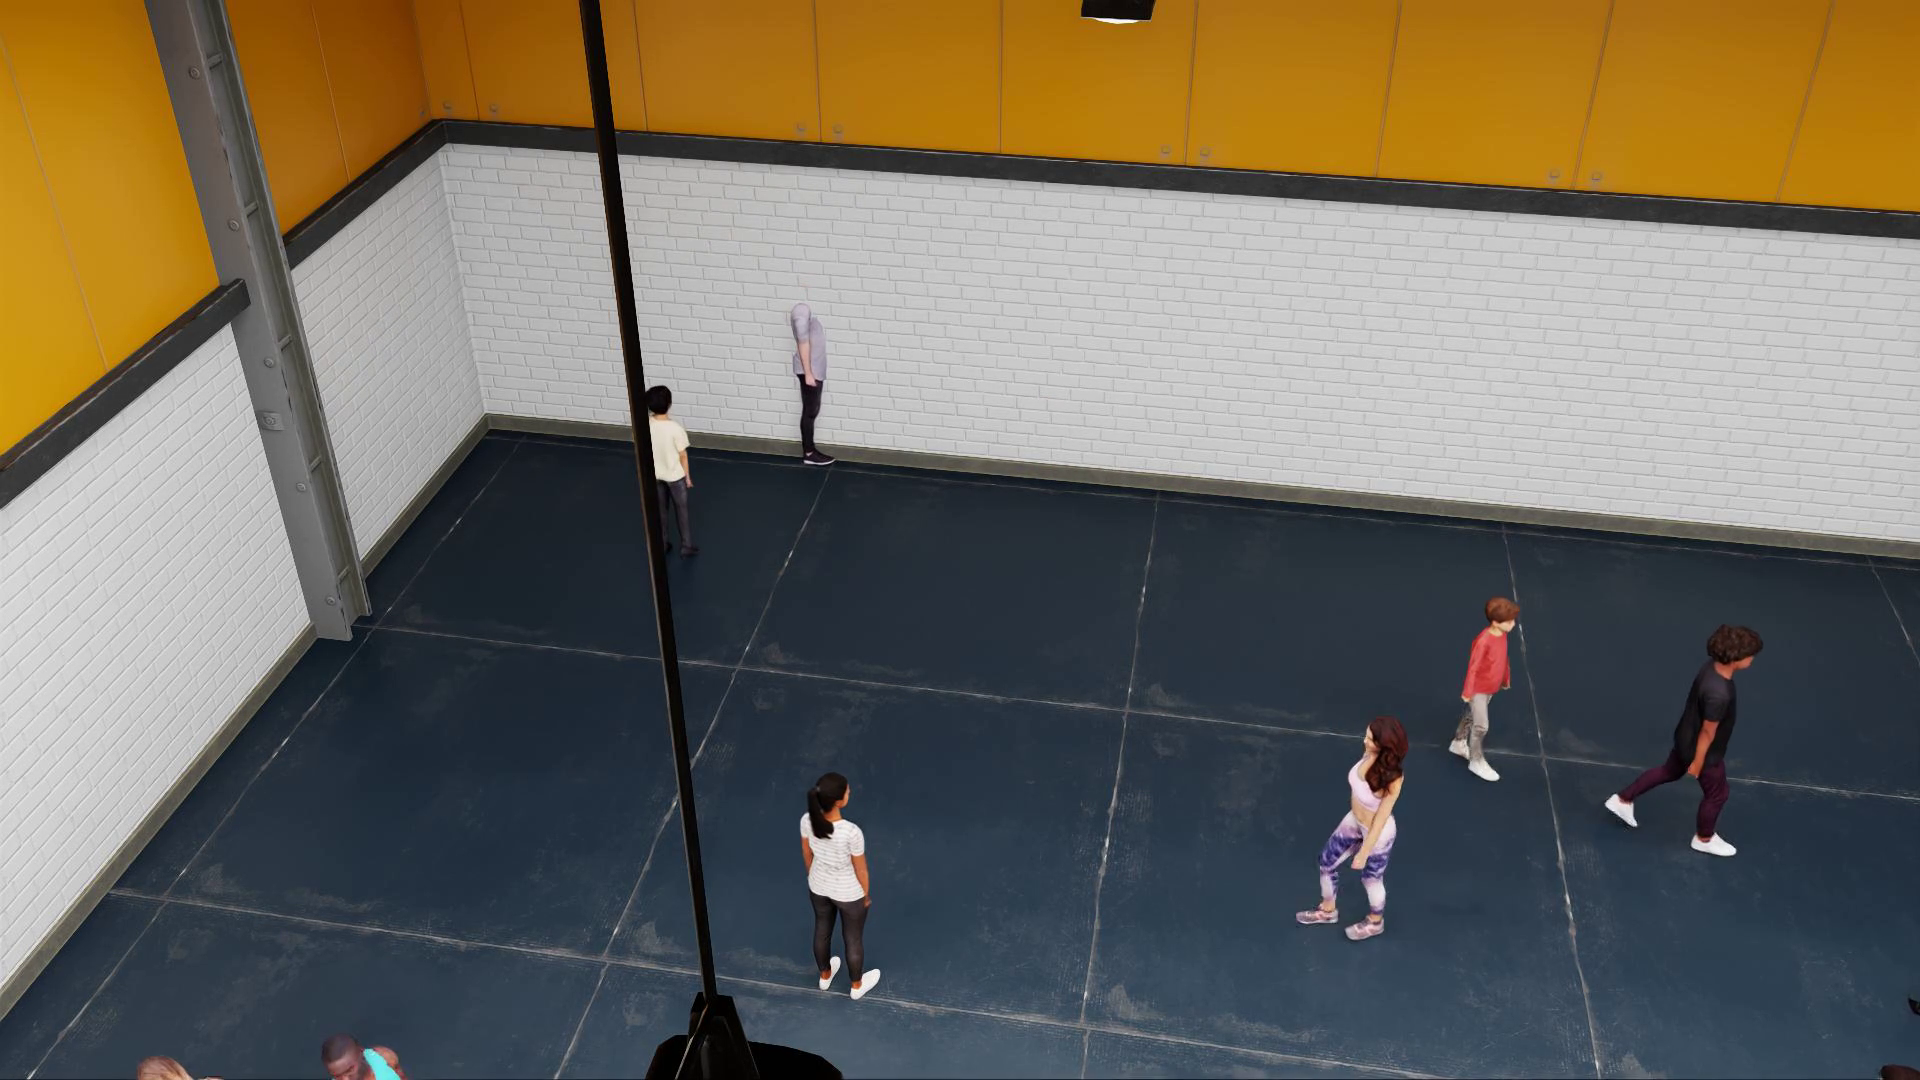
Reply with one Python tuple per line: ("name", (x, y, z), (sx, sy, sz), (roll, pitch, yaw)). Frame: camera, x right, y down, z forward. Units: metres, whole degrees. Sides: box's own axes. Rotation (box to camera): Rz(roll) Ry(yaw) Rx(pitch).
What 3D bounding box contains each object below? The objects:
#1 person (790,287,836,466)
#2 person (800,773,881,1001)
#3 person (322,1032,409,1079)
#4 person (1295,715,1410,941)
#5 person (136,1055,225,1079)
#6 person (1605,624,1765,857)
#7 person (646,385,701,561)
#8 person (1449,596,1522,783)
("person", (-1.357, -1.576, 15.021), (0.761, 1.834, 0.569), (1, 34, 2))
("person", (-0.723, 2.035, 9.761), (0.623, 1.642, 0.605), (16, 37, 22))
("person", (-2.827, 2.979, 8.214), (0.965, 1.784, 0.707), (12, 35, 17))
("person", (2.569, 1.764, 10.072), (0.829, 1.750, 0.810), (-8, 34, -11))
("person", (-3.530, 3.149, 8.065), (0.901, 1.665, 0.968), (20, 39, 28))
("person", (4.735, 1.275, 10.802), (0.732, 1.756, 1.019), (7, 34, 10))
("person", (-2.406, -0.547, 13.695), (0.619, 1.588, 0.513), (10, 35, 15))
("person", (3.587, 0.967, 11.579), (0.772, 1.410, 0.728), (29, 43, 36))
